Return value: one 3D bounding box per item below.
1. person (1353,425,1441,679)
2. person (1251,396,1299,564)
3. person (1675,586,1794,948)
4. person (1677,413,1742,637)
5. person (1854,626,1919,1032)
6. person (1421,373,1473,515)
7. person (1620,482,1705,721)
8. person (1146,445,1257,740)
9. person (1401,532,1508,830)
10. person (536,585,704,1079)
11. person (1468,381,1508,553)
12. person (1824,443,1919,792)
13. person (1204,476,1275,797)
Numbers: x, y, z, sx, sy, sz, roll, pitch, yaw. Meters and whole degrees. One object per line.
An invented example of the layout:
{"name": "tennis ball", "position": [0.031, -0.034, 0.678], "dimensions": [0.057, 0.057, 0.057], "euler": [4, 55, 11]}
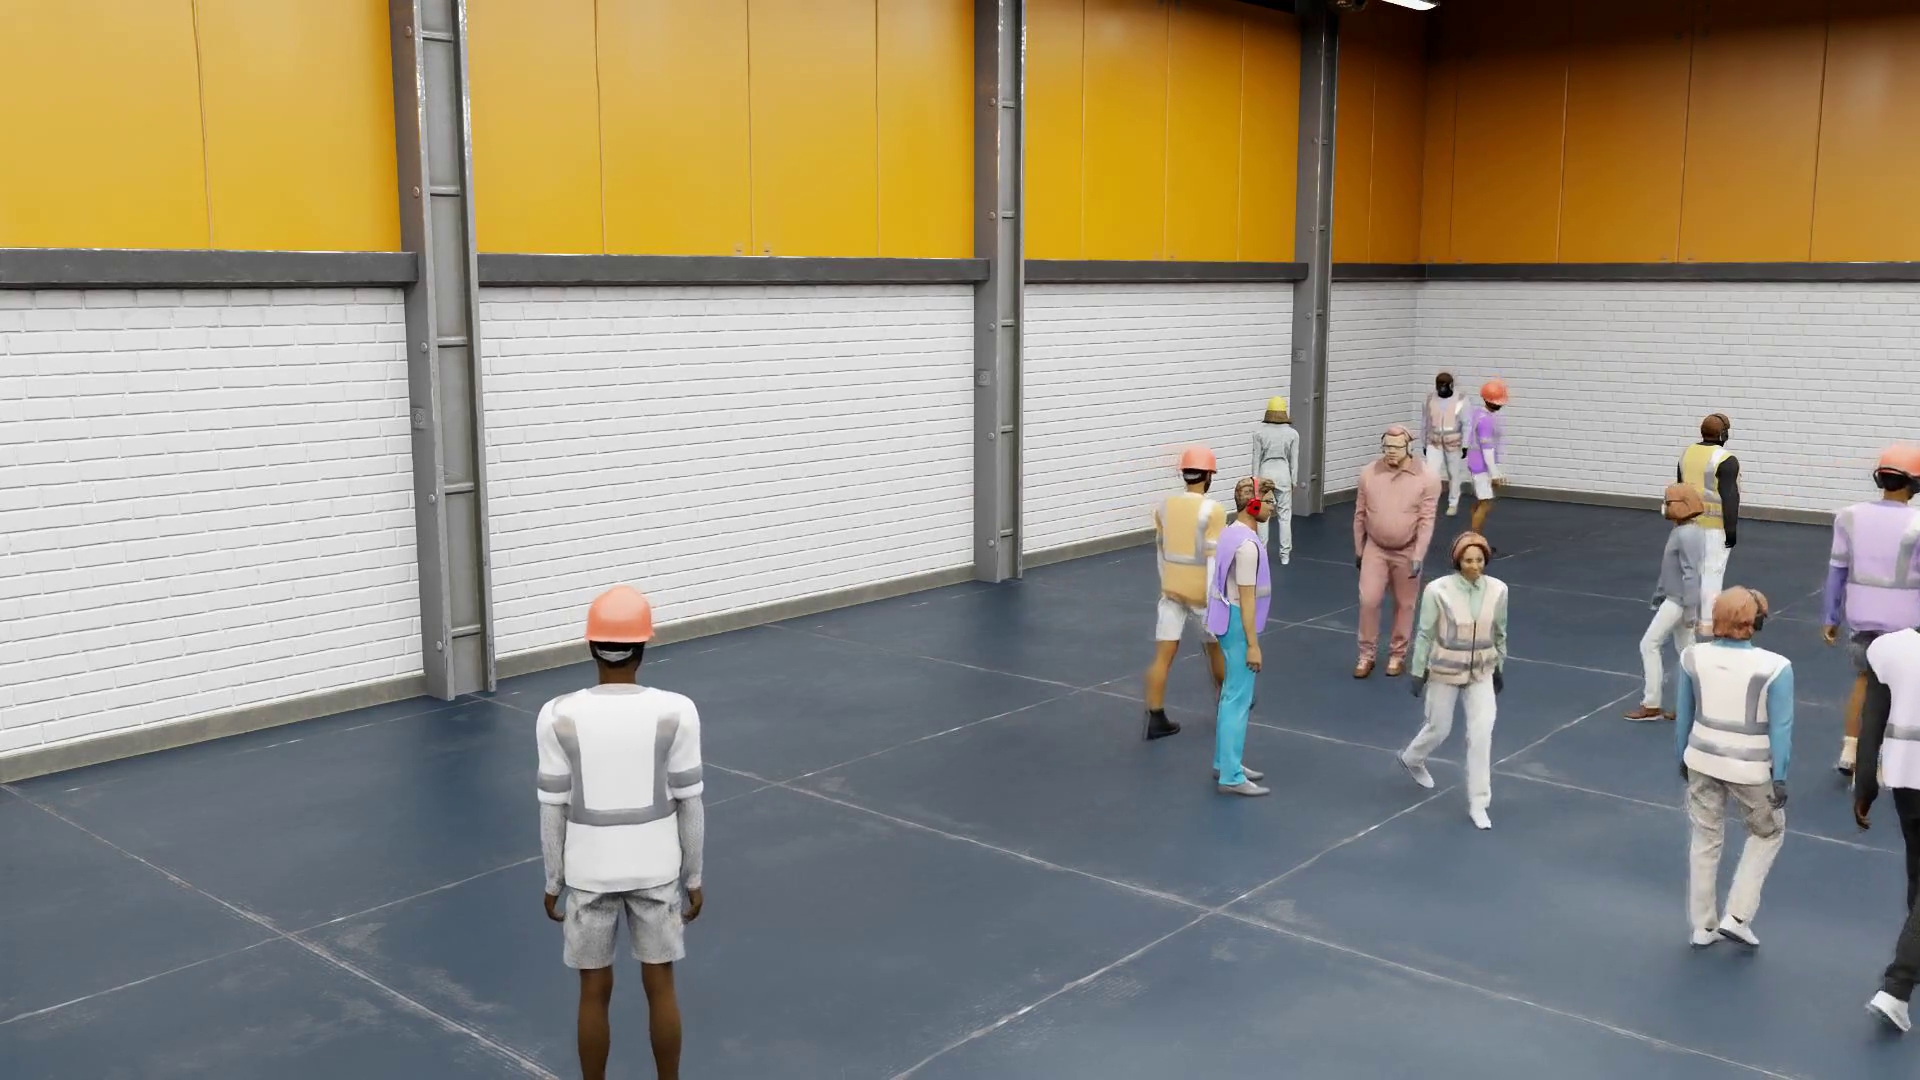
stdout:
{"name": "person", "position": [3.173, 0.100, 12.219], "dimensions": [0.644, 1.880, 0.664], "euler": [4, 10, 26]}
{"name": "person", "position": [3.247, -0.616, 17.188], "dimensions": [0.480, 1.733, 0.333], "euler": [0, 9, 0]}
{"name": "person", "position": [3.387, 1.009, 7.307], "dimensions": [0.372, 1.624, 0.533], "euler": [-7, 12, -39]}
{"name": "person", "position": [6.220, -0.129, 13.781], "dimensions": [0.429, 1.845, 0.633], "euler": [-2, 9, -14]}
{"name": "person", "position": [3.907, 0.998, 6.672], "dimensions": [0.995, 1.872, 0.591], "euler": [-7, 12, -38]}
{"name": "person", "position": [5.954, -1.152, 20.405], "dimensions": [0.629, 1.793, 0.955], "euler": [4, 10, 26]}
{"name": "person", "position": [4.692, 0.420, 11.075], "dimensions": [0.642, 1.613, 0.507], "euler": [4, 10, 25]}
{"name": "person", "position": [1.550, 0.323, 10.843], "dimensions": [0.568, 1.874, 0.990], "euler": [8, 12, 42]}
{"name": "person", "position": [2.730, 0.721, 9.192], "dimensions": [0.550, 1.605, 0.732], "euler": [-1, 9, -7]}
{"name": "person", "position": [-1.150, 1.113, 5.696], "dimensions": [0.551, 1.936, 0.363], "euler": [-2, 9, -10]}
{"name": "person", "position": [5.526, -0.740, 17.514], "dimensions": [0.370, 1.886, 0.656], "euler": [3, 9, 16]}
{"name": "person", "position": [5.330, 0.454, 9.549], "dimensions": [0.510, 2.021, 0.623], "euler": [-6, 11, -32]}
{"name": "person", "position": [1.602, 0.545, 9.589], "dimensions": [0.384, 1.836, 0.569], "euler": [1, 9, 3]}
